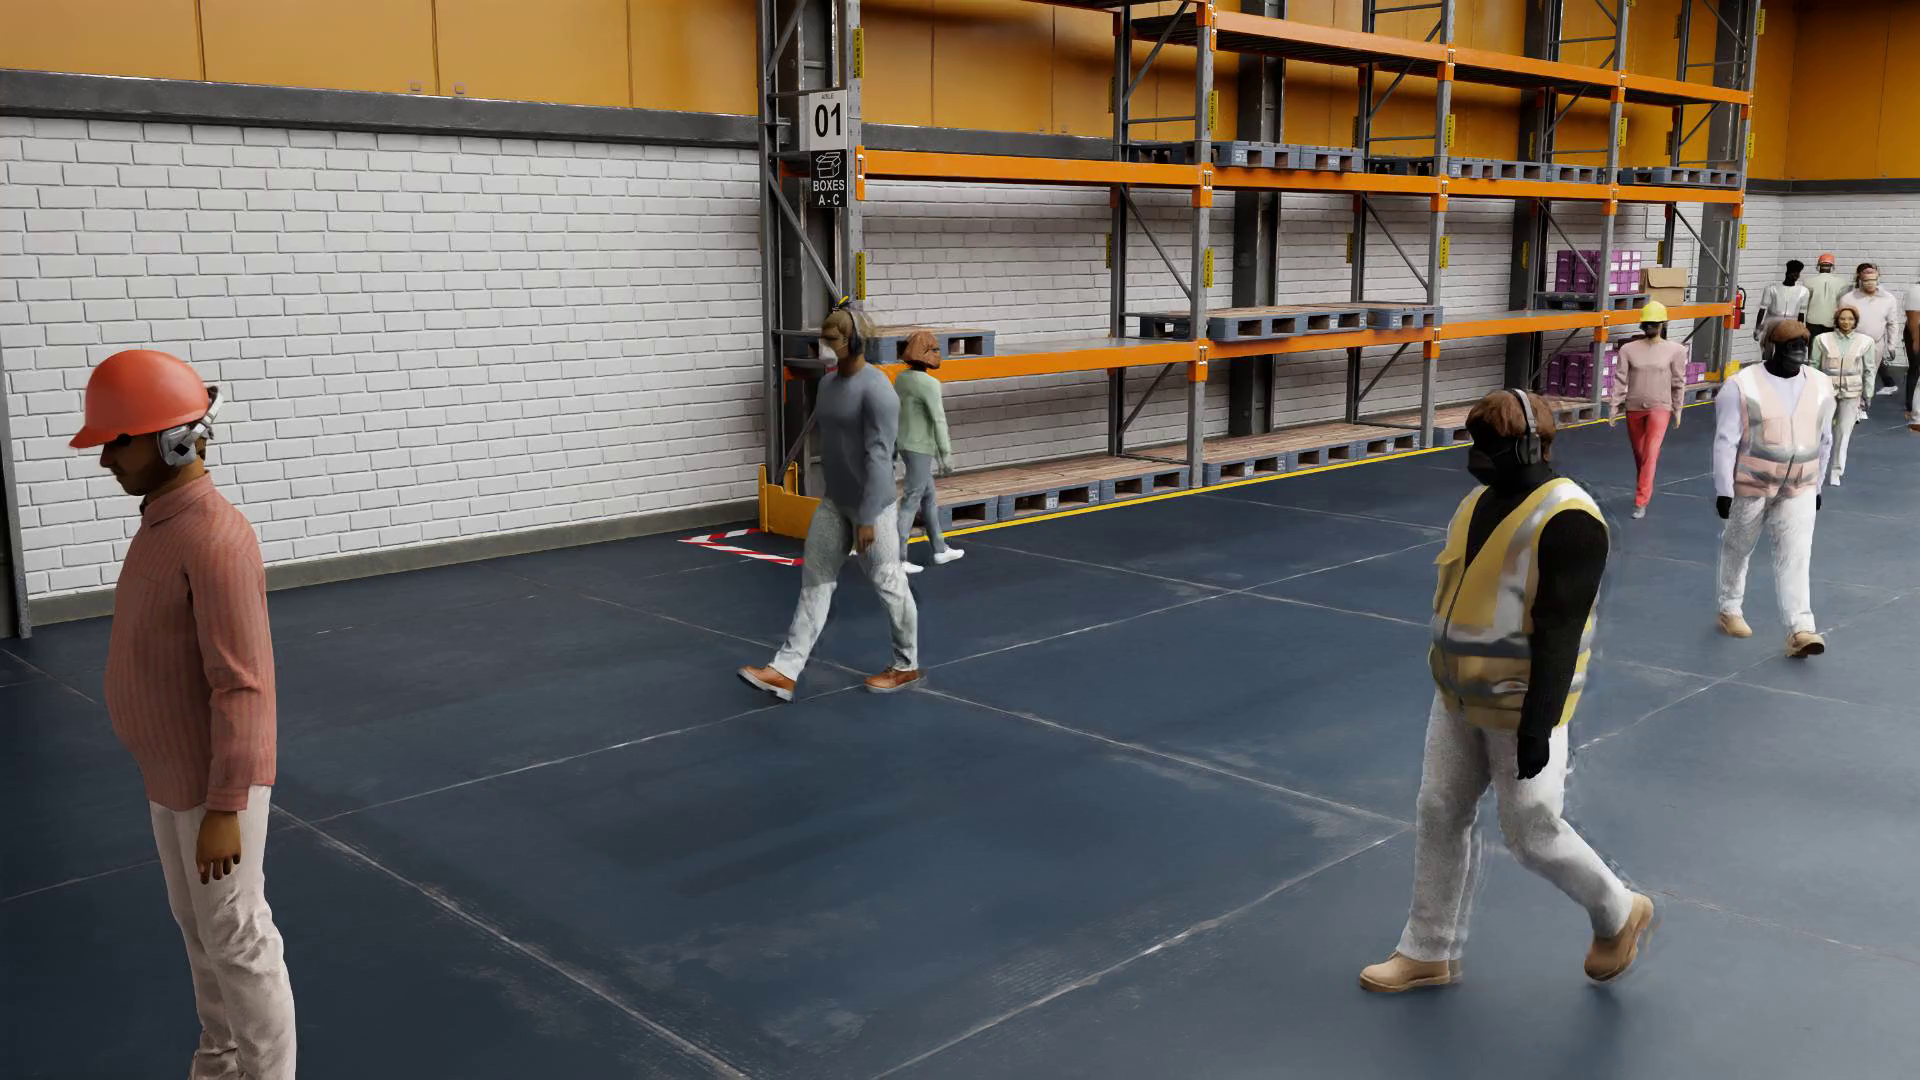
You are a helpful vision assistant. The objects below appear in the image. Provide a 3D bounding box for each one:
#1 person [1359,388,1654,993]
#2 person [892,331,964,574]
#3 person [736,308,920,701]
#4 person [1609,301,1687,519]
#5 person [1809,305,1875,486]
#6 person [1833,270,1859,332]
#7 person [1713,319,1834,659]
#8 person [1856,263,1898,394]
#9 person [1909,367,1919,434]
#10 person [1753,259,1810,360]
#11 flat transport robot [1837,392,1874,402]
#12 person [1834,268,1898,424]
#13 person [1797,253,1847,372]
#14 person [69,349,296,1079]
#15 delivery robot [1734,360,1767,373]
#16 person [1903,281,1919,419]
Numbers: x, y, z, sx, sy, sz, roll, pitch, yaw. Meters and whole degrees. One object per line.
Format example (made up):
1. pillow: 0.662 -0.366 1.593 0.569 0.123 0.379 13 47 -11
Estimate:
1. person: 1.637 0.462 4.853 0.799 1.815 0.632 -3 11 -17
2. person: -0.182 -0.584 11.085 0.752 1.603 0.534 -6 12 -30
3. person: -0.589 -0.146 7.946 0.985 1.888 0.655 -7 13 -35
4. person: 5.581 -1.072 13.497 0.532 1.729 0.927 7 13 35
5. person: 7.821 -1.271 14.785 0.540 1.619 0.560 5 11 25
6. person: 12.940 -3.053 23.992 0.615 1.809 0.499 5 12 26
7. person: 4.398 -0.287 8.975 0.651 1.789 0.979 1 10 4
8. person: 12.830 -2.983 23.541 0.957 1.868 0.579 2 11 9
9. person: 10.998 -2.076 18.539 0.610 1.855 0.786 -3 11 -15
10. person: 11.505 -2.983 23.374 0.676 1.919 0.876 3 11 16
11. flat transport robot: 11.811 -1.999 22.473 0.652 0.197 1.431 9 14 41
12. person: 10.894 -2.340 20.029 0.651 1.855 0.992 3 11 15
13. person: 12.594 -3.208 24.394 0.637 1.977 0.486 2 11 9
14. person: -1.803 0.546 3.910 0.386 1.988 0.608 -8 13 -38
15. delivery robot: 10.833 -2.184 22.453 0.707 0.478 0.477 4 11 23
16. person: 11.787 -2.465 20.187 0.699 2.000 0.544 -2 11 -12
